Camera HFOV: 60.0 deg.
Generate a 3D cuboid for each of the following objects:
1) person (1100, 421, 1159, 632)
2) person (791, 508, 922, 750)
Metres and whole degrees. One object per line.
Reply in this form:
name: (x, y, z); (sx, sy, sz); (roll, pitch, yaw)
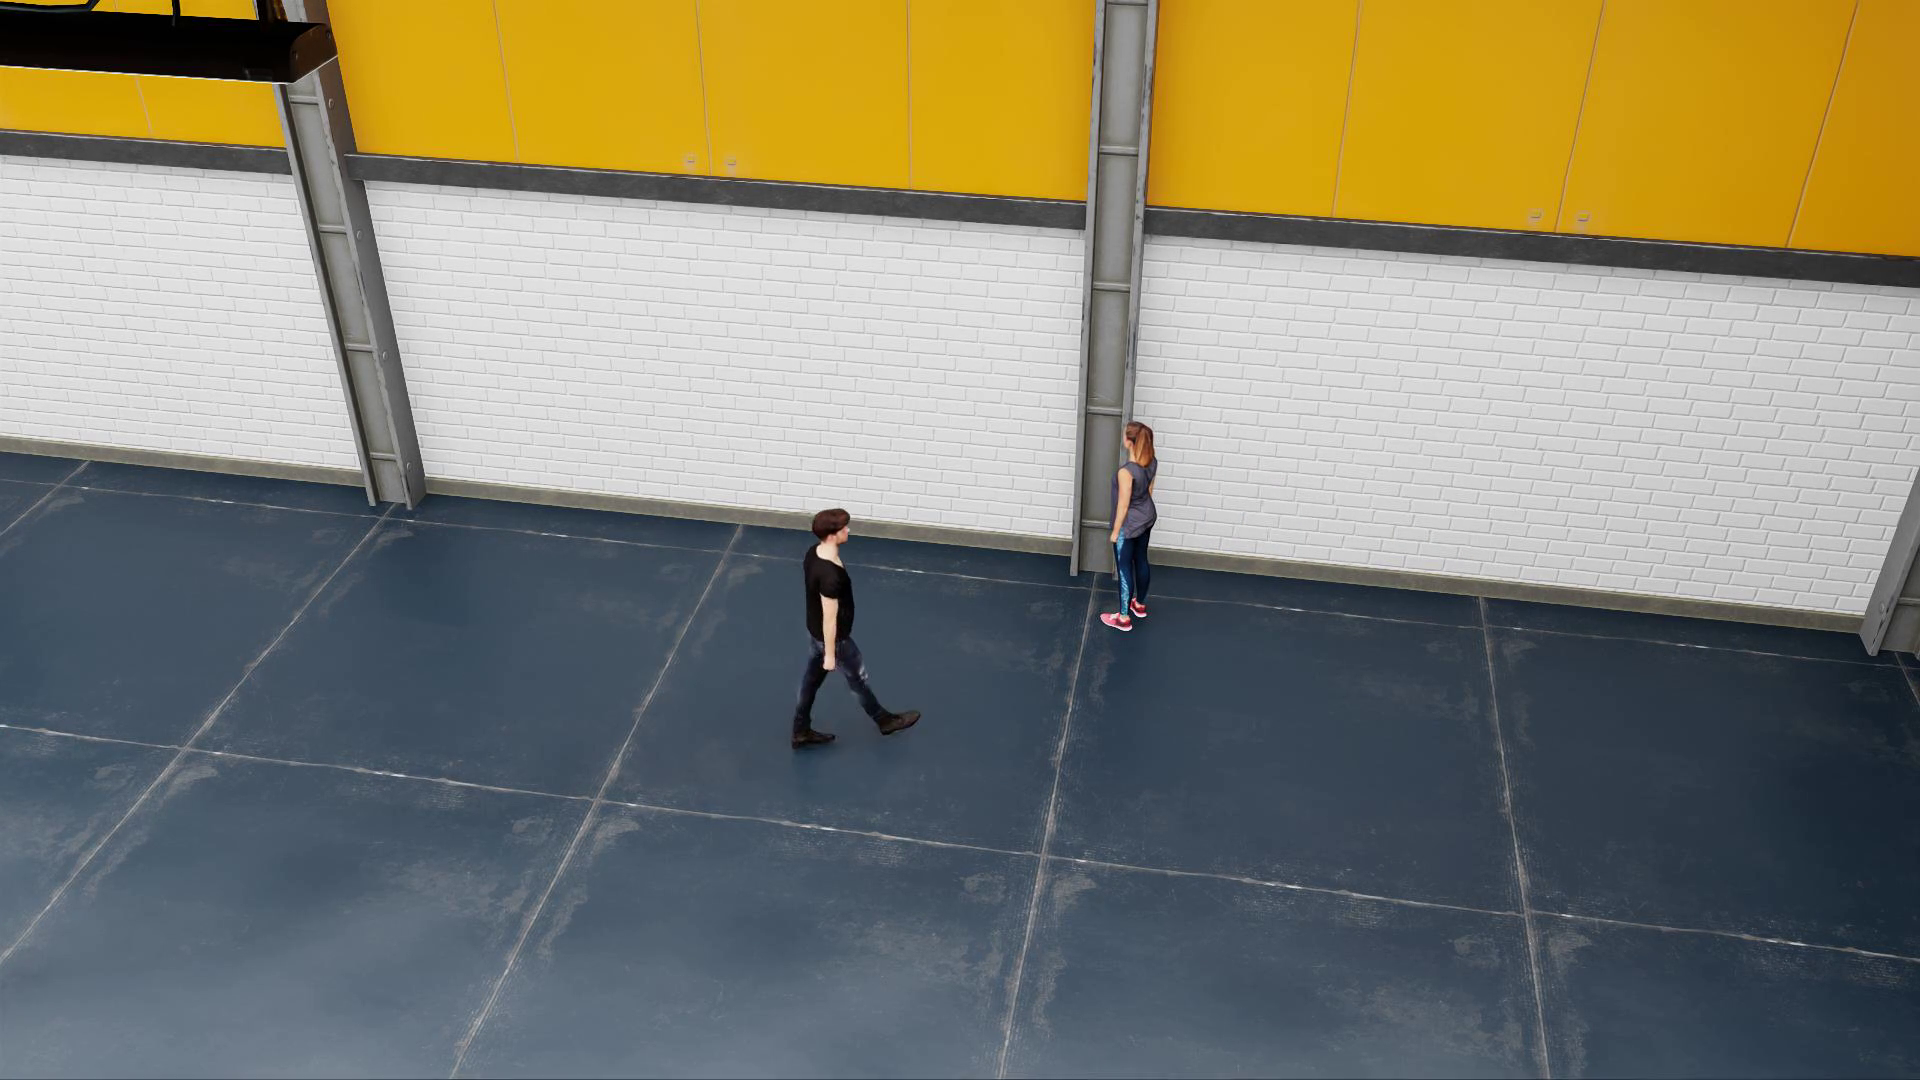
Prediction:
person: (1.280, -0.114, 12.314); (0.675, 1.724, 0.647); (26, 41, 33)
person: (-0.950, 0.645, 11.049); (1.257, 1.861, 1.063); (-10, 35, -15)
